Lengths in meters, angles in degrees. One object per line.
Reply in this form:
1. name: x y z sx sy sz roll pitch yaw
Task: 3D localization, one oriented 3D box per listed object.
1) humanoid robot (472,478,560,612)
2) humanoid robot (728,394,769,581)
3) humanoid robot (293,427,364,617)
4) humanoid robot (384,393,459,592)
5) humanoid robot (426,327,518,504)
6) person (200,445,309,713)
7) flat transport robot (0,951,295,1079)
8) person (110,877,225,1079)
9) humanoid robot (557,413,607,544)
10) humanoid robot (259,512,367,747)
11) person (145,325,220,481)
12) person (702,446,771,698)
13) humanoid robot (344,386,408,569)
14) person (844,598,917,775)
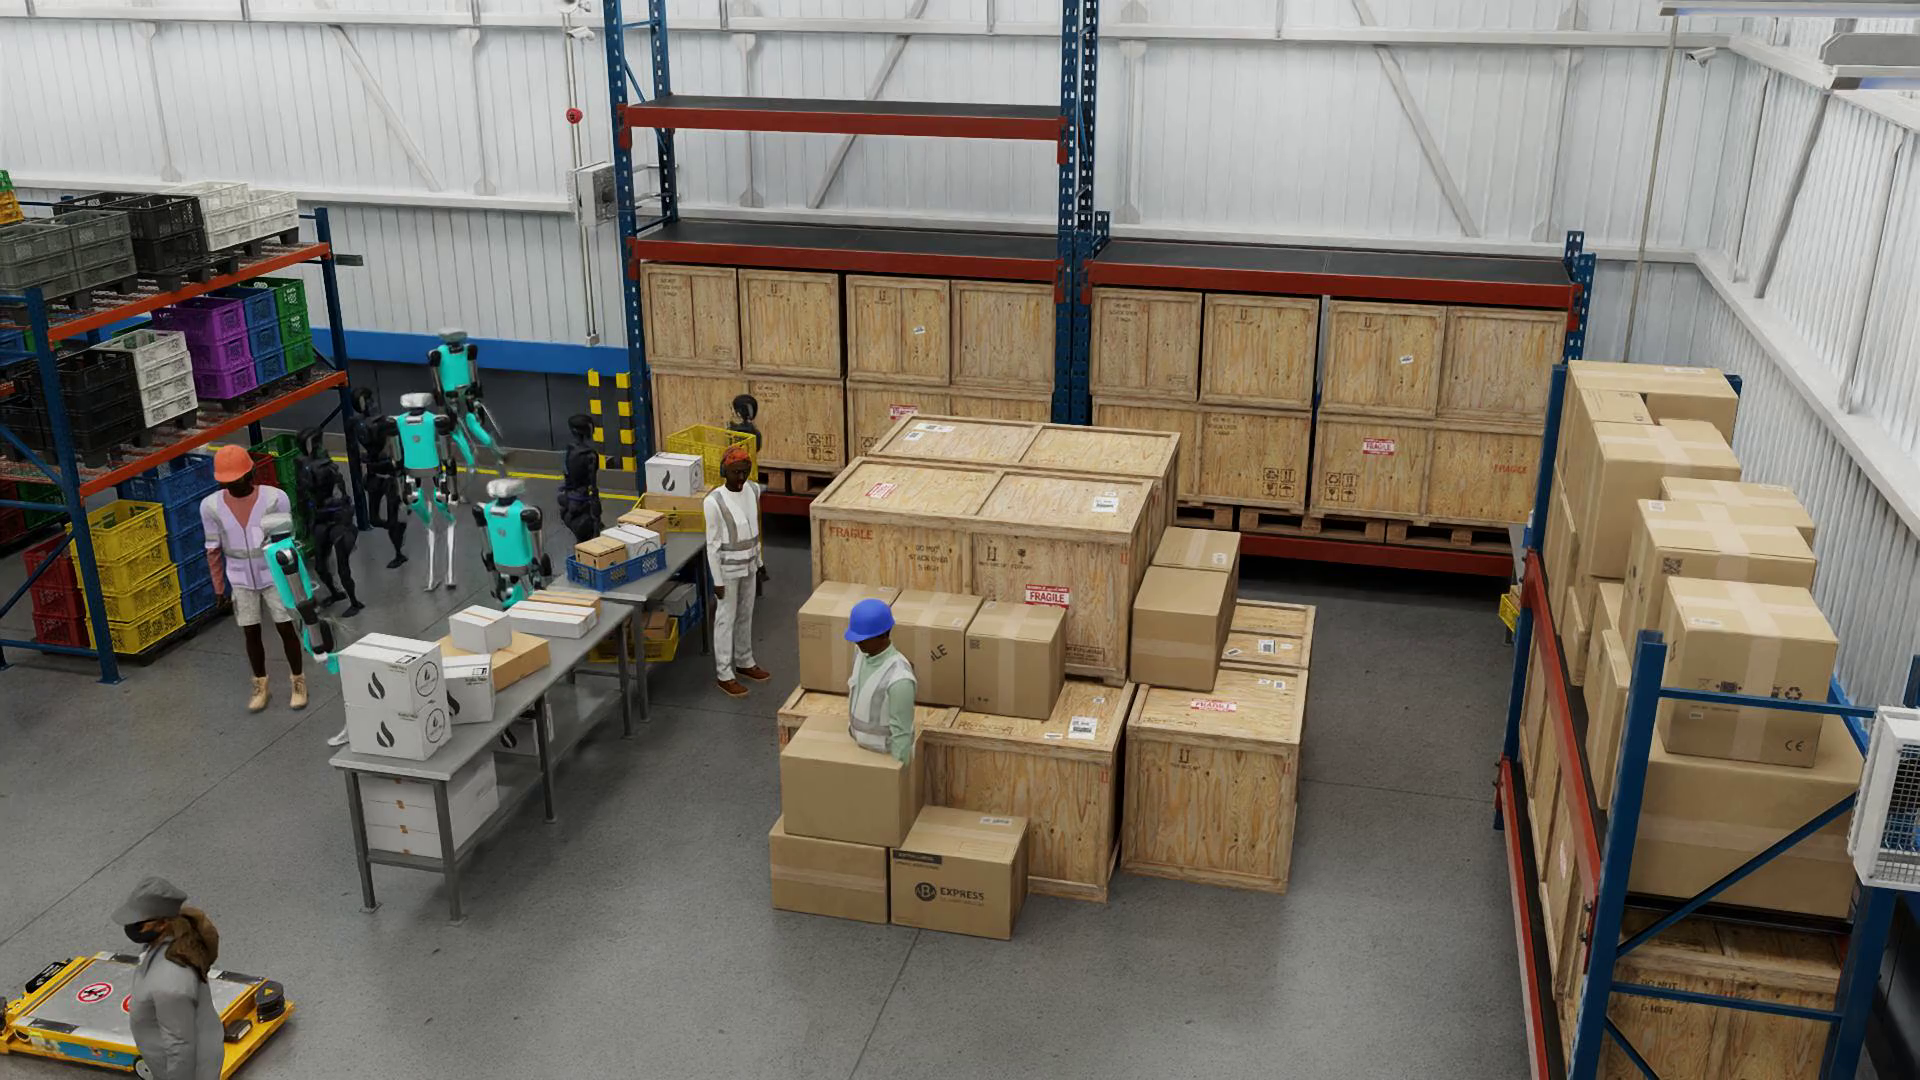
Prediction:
1. humanoid robot: -3.120 0.330 12.116 0.548 1.734 0.998 7 22 17
2. humanoid robot: -1.910 -0.444 14.231 0.510 1.639 0.602 1 21 2
3. humanoid robot: -5.100 -0.147 13.478 0.594 1.640 0.410 9 23 23
4. humanoid robot: -4.477 -0.452 14.115 0.539 1.763 0.670 -1 21 -3
5. humanoid robot: -4.602 -1.115 15.964 0.949 1.786 0.562 15 26 35
6. person: -5.014 0.283 11.850 0.609 2.033 0.422 -4 21 -11
7. flat transport robot: -4.270 2.464 8.601 1.431 0.231 0.659 5 22 13
8. person: -3.312 2.216 7.145 0.395 1.769 0.564 -9 23 -23
9. humanoid robot: -3.221 -0.239 13.707 0.574 1.642 0.601 -15 26 -35
10. humanoid robot: -4.244 0.677 11.366 0.797 1.896 0.563 -13 24 -30
11. person: -7.589 -1.239 16.168 0.689 1.786 0.852 -10 23 -25
12. person: -1.632 0.216 12.220 0.362 1.883 0.574 12 24 29
13. humanoid robot: -5.033 -0.587 14.619 0.610 1.637 0.493 6 22 15
14. person: -0.461 1.215 9.544 0.417 1.931 0.617 -10 23 -25
